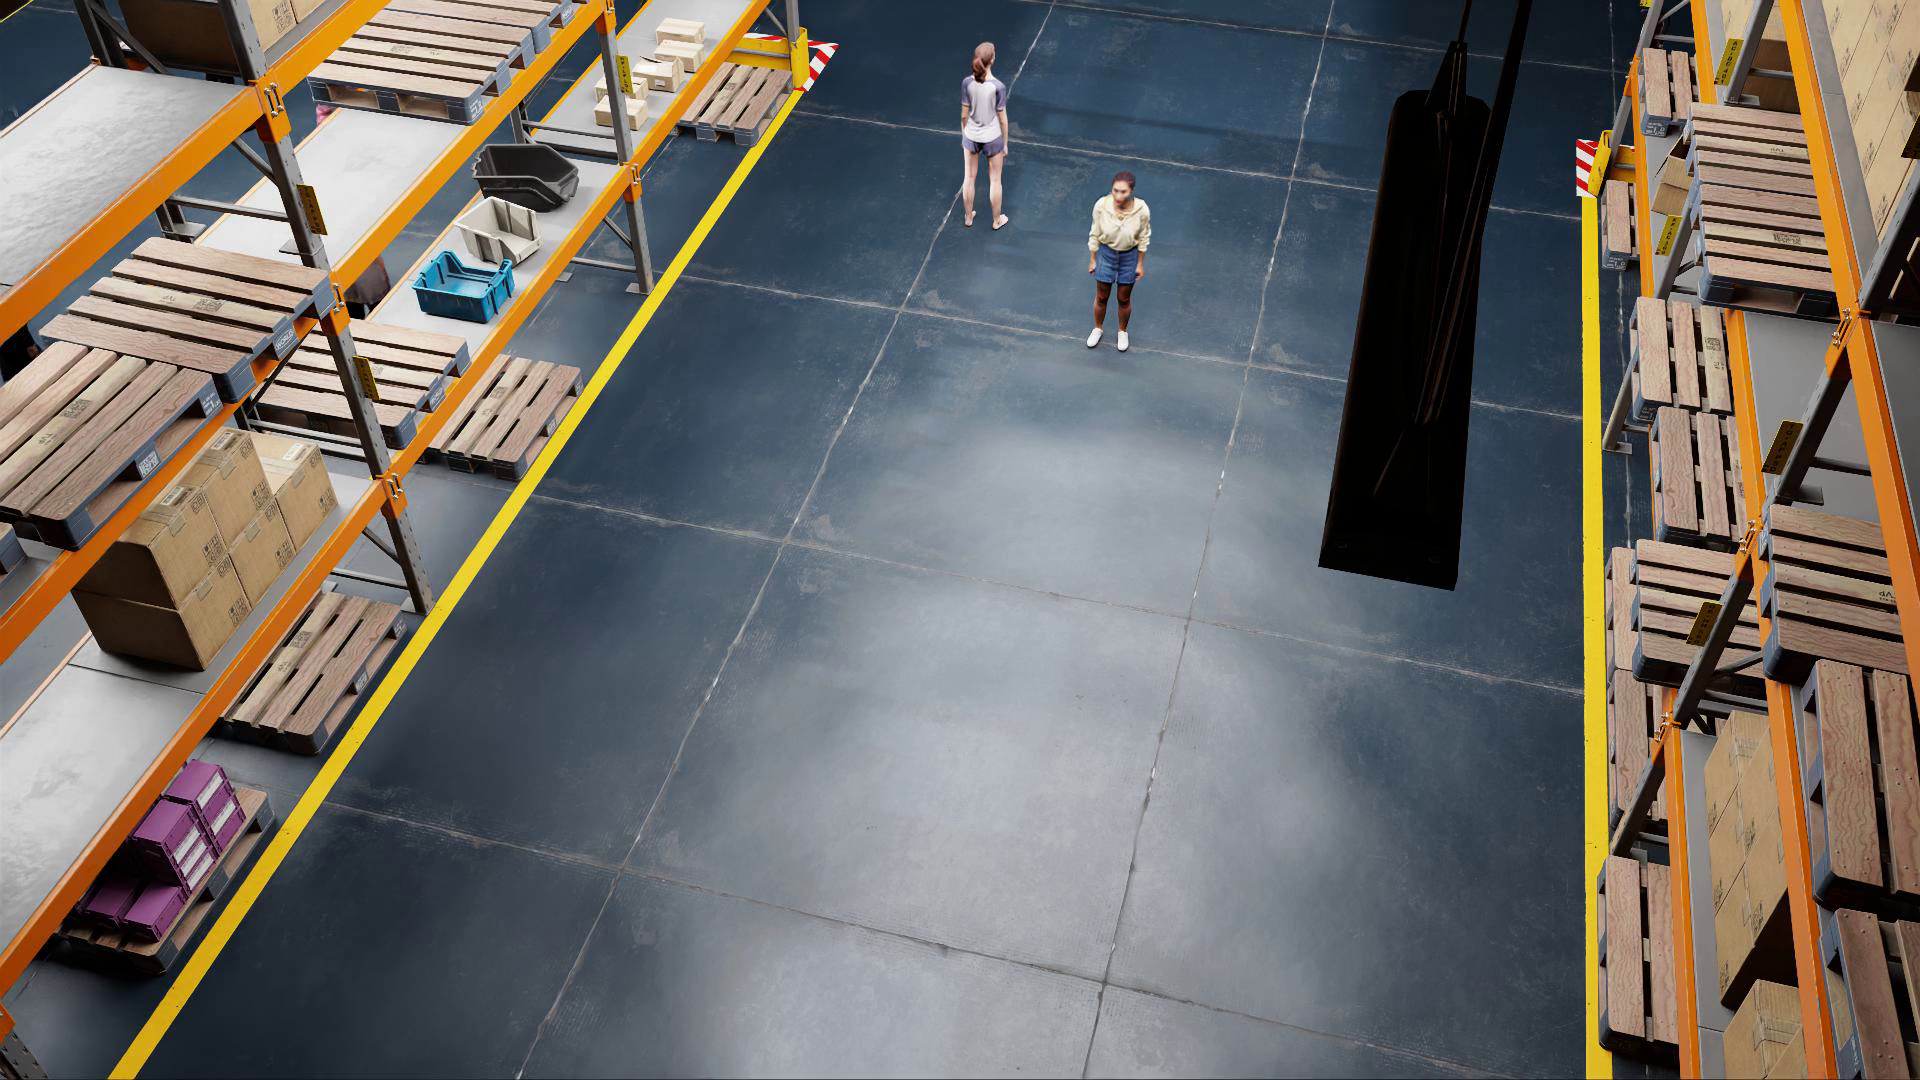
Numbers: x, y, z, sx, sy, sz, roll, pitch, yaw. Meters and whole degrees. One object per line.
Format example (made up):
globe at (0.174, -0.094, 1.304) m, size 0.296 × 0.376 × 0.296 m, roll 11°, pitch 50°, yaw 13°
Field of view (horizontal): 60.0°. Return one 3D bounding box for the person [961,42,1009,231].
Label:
person at (0.204, -3.569, 14.718) m, size 0.568 × 1.766 × 0.530 m, roll 11°, pitch 45°, yaw 11°

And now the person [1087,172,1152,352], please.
person at (1.278, -2.264, 13.447) m, size 0.650 × 1.630 × 0.544 m, roll 8°, pitch 44°, yaw 8°
